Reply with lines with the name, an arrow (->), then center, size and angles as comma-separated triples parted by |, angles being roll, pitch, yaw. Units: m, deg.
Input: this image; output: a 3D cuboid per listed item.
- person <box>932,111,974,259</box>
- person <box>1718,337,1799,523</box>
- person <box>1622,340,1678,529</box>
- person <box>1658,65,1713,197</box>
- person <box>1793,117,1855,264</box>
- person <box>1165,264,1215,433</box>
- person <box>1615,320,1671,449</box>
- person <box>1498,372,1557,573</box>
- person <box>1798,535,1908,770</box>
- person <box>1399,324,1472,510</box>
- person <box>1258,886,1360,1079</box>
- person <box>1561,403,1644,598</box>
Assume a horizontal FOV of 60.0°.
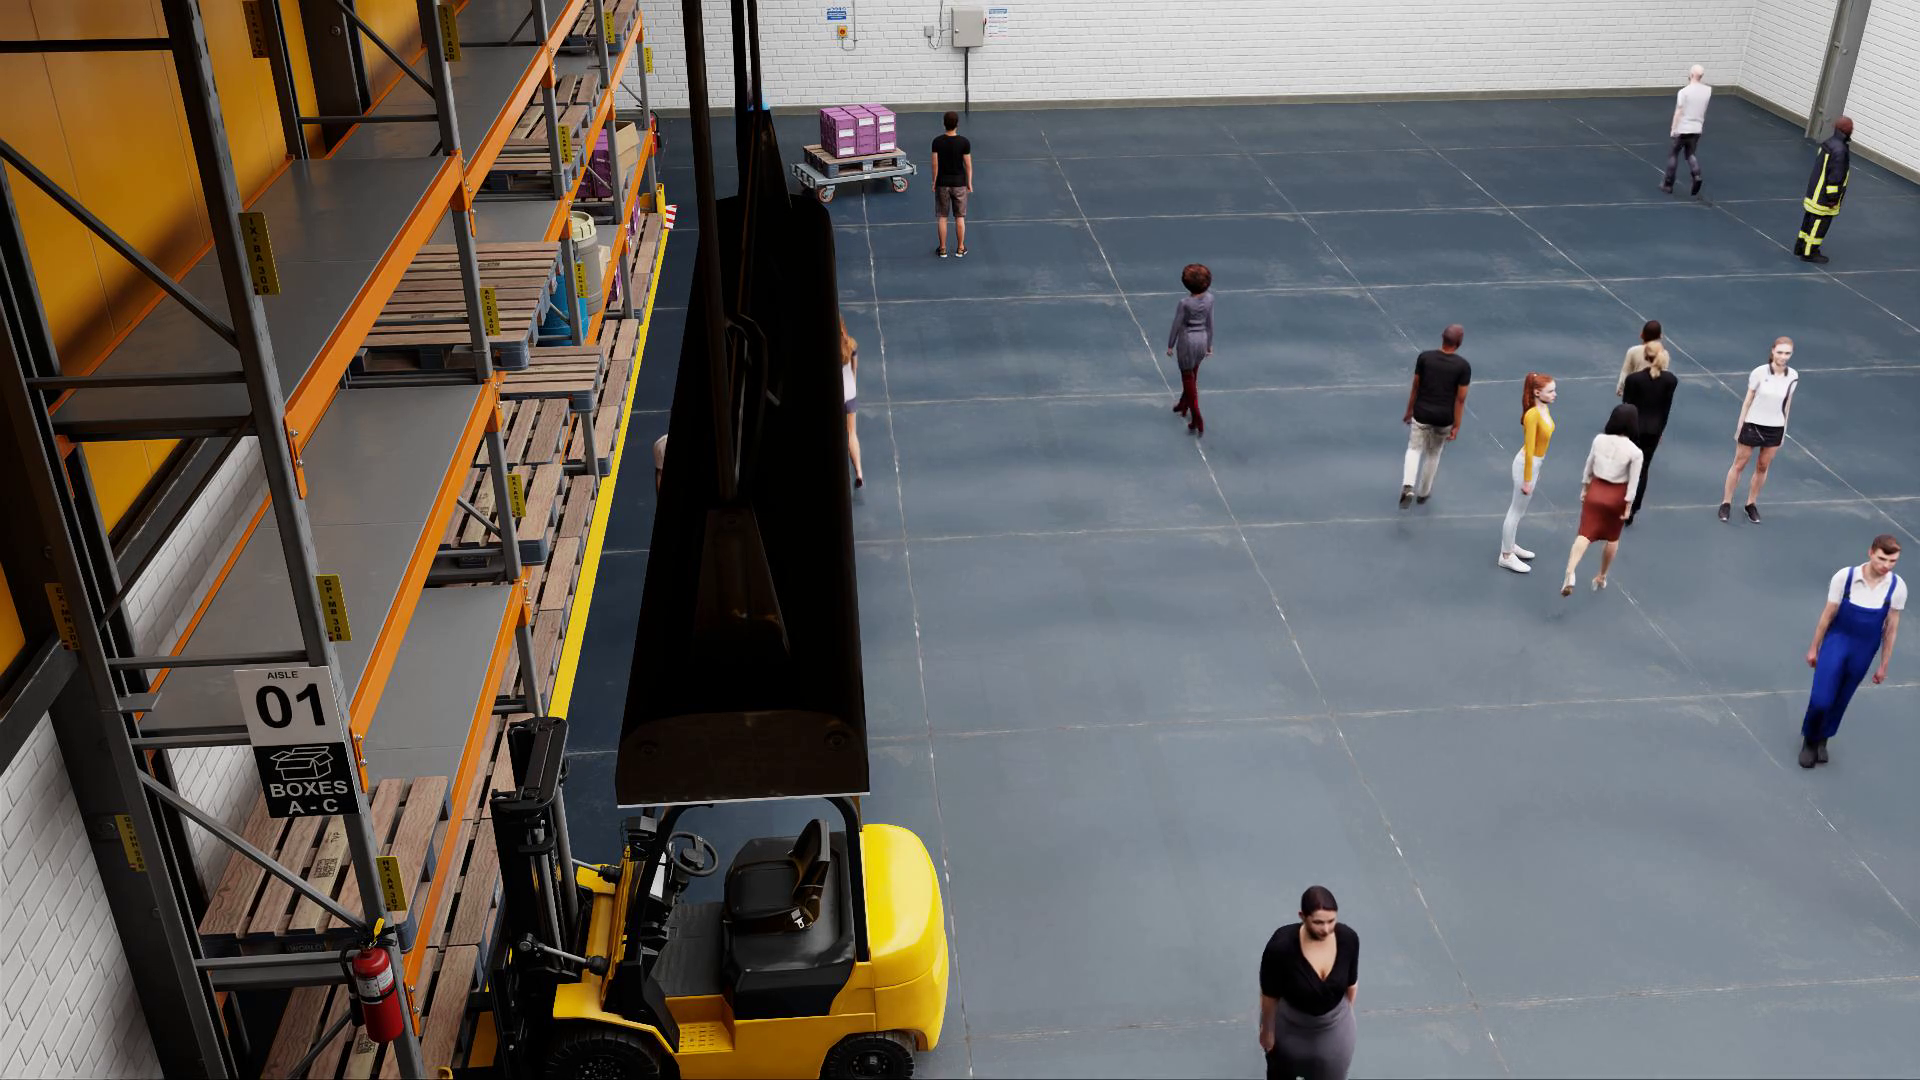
person -> -0.119, -4.516, 21.107 | 0.692, 1.862, 0.591 | 0, 29, 0
person -> 7.111, -0.982, 14.745 | 0.621, 1.750, 0.599 | 4, 29, 7
person -> 6.025, -0.894, 14.667 | 0.801, 1.669, 1.066 | 6, 29, 10
person -> 10.273, -5.727, 23.372 | 0.710, 1.818, 0.986 | -5, 29, -9
person -> 10.950, -4.449, 21.025 | 0.877, 1.821, 0.709 | 5, 29, 9
person -> 2.323, -1.866, 16.434 | 0.797, 1.684, 0.998 | -12, 31, -21
person -> 6.429, -1.342, 15.716 | 0.712, 1.452, 0.800 | 8, 30, 15
person -> 4.781, -0.590, 14.025 | 0.749, 1.750, 0.660 | 14, 32, 24
person -> 6.156, 0.718, 11.541 | 0.789, 1.834, 0.853 | 9, 30, 16
person -> 4.202, -1.046, 14.829 | 0.956, 1.782, 1.096 | 11, 31, 20
person -> 1.741, 2.408, 8.530 | 0.668, 1.749, 0.620 | -3, 29, -6
person -> 5.177, -0.262, 13.447 | 1.010, 1.728, 1.050 | 25, 37, 38
